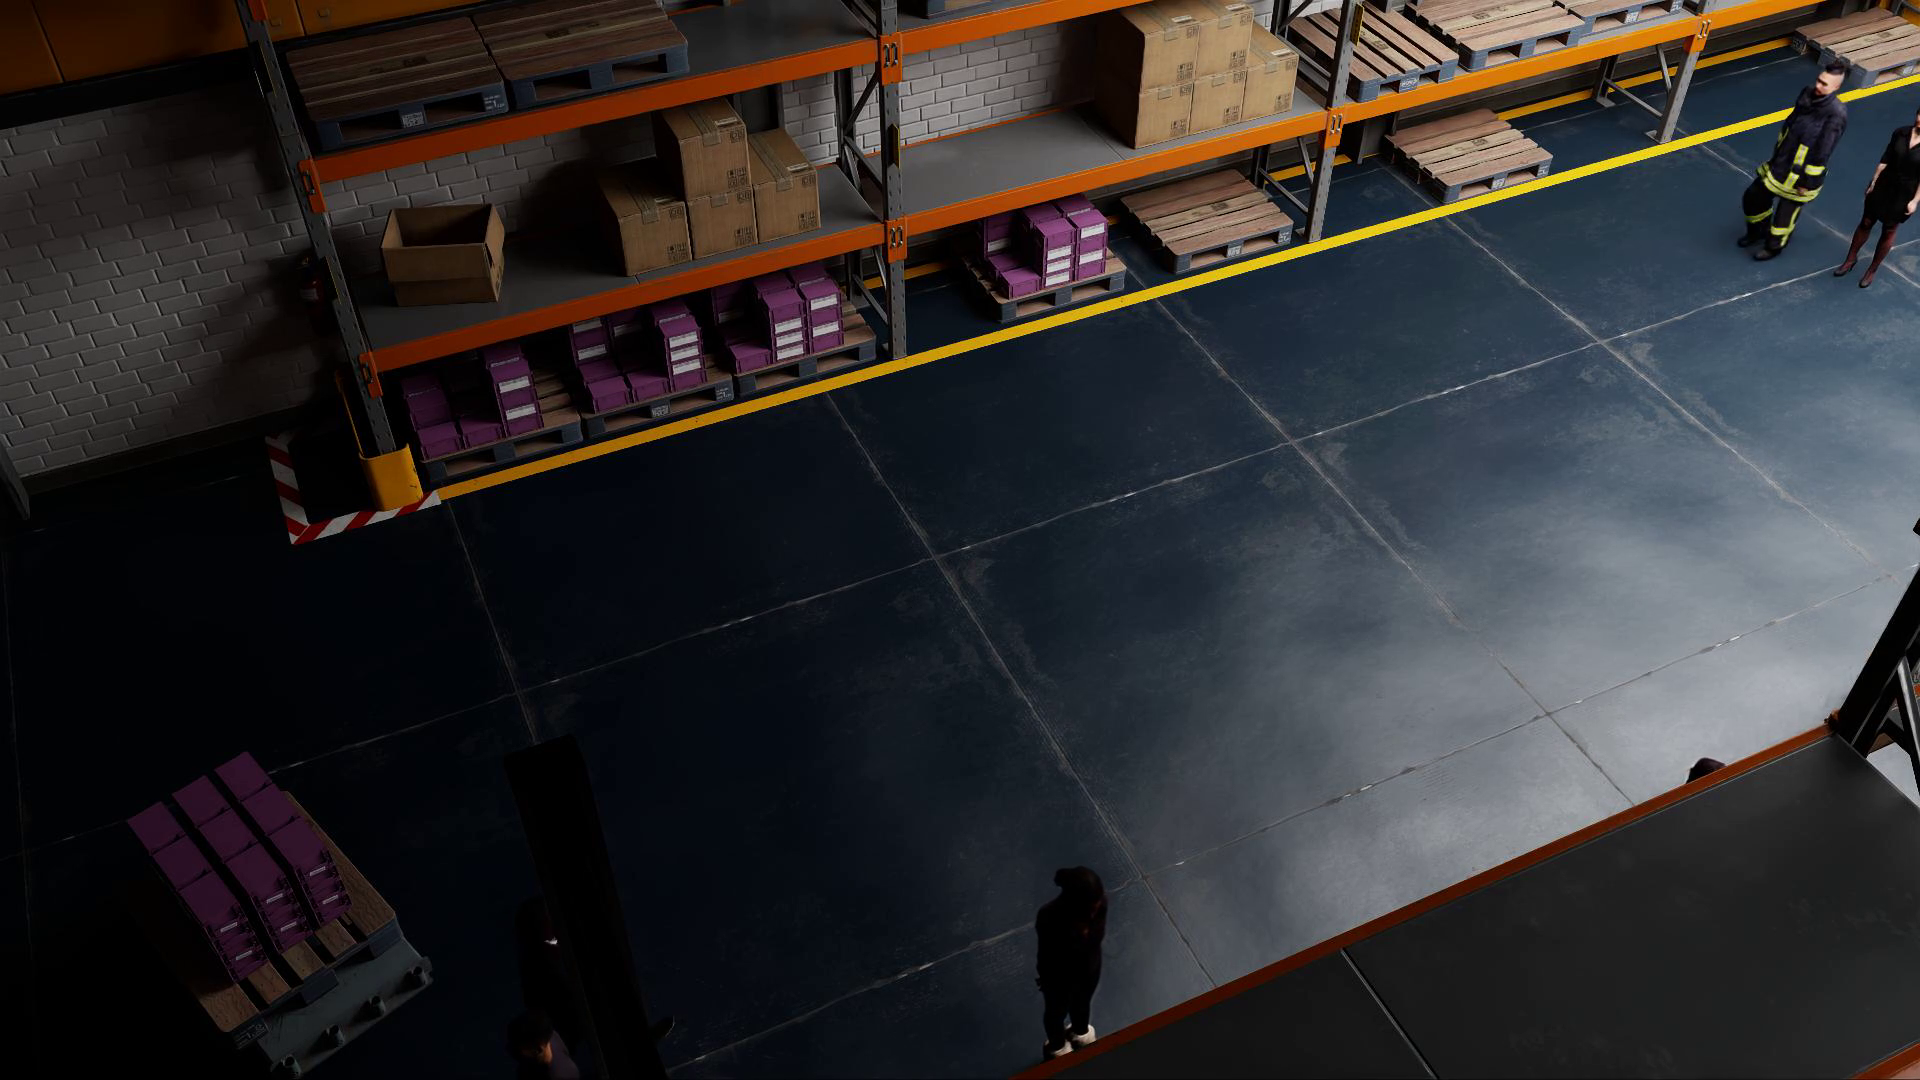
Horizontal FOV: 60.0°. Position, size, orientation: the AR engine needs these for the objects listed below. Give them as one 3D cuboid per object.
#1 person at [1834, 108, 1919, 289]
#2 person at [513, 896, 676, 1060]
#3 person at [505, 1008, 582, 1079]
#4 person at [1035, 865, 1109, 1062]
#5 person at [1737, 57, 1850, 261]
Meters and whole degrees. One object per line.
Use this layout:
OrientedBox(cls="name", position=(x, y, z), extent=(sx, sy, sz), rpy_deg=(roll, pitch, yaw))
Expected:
OrientedBox(cls="person", position=(7.710, -2.866, 13.715), extent=(0.572, 1.706, 0.631), rpy_deg=(-28, 50, -26))
OrientedBox(cls="person", position=(-2.045, 2.367, 8.185), extent=(1.131, 1.756, 0.734), rpy_deg=(-22, 48, -22))
OrientedBox(cls="person", position=(-1.881, 2.714, 7.815), extent=(0.607, 1.764, 0.668), rpy_deg=(-26, 49, -25))
OrientedBox(cls="person", position=(0.555, 2.167, 8.464), extent=(0.603, 1.661, 0.664), rpy_deg=(0, 44, 0))
OrientedBox(cls="person", position=(7.106, -3.189, 13.947), extent=(0.759, 1.852, 0.802), rpy_deg=(-12, 45, -13))
